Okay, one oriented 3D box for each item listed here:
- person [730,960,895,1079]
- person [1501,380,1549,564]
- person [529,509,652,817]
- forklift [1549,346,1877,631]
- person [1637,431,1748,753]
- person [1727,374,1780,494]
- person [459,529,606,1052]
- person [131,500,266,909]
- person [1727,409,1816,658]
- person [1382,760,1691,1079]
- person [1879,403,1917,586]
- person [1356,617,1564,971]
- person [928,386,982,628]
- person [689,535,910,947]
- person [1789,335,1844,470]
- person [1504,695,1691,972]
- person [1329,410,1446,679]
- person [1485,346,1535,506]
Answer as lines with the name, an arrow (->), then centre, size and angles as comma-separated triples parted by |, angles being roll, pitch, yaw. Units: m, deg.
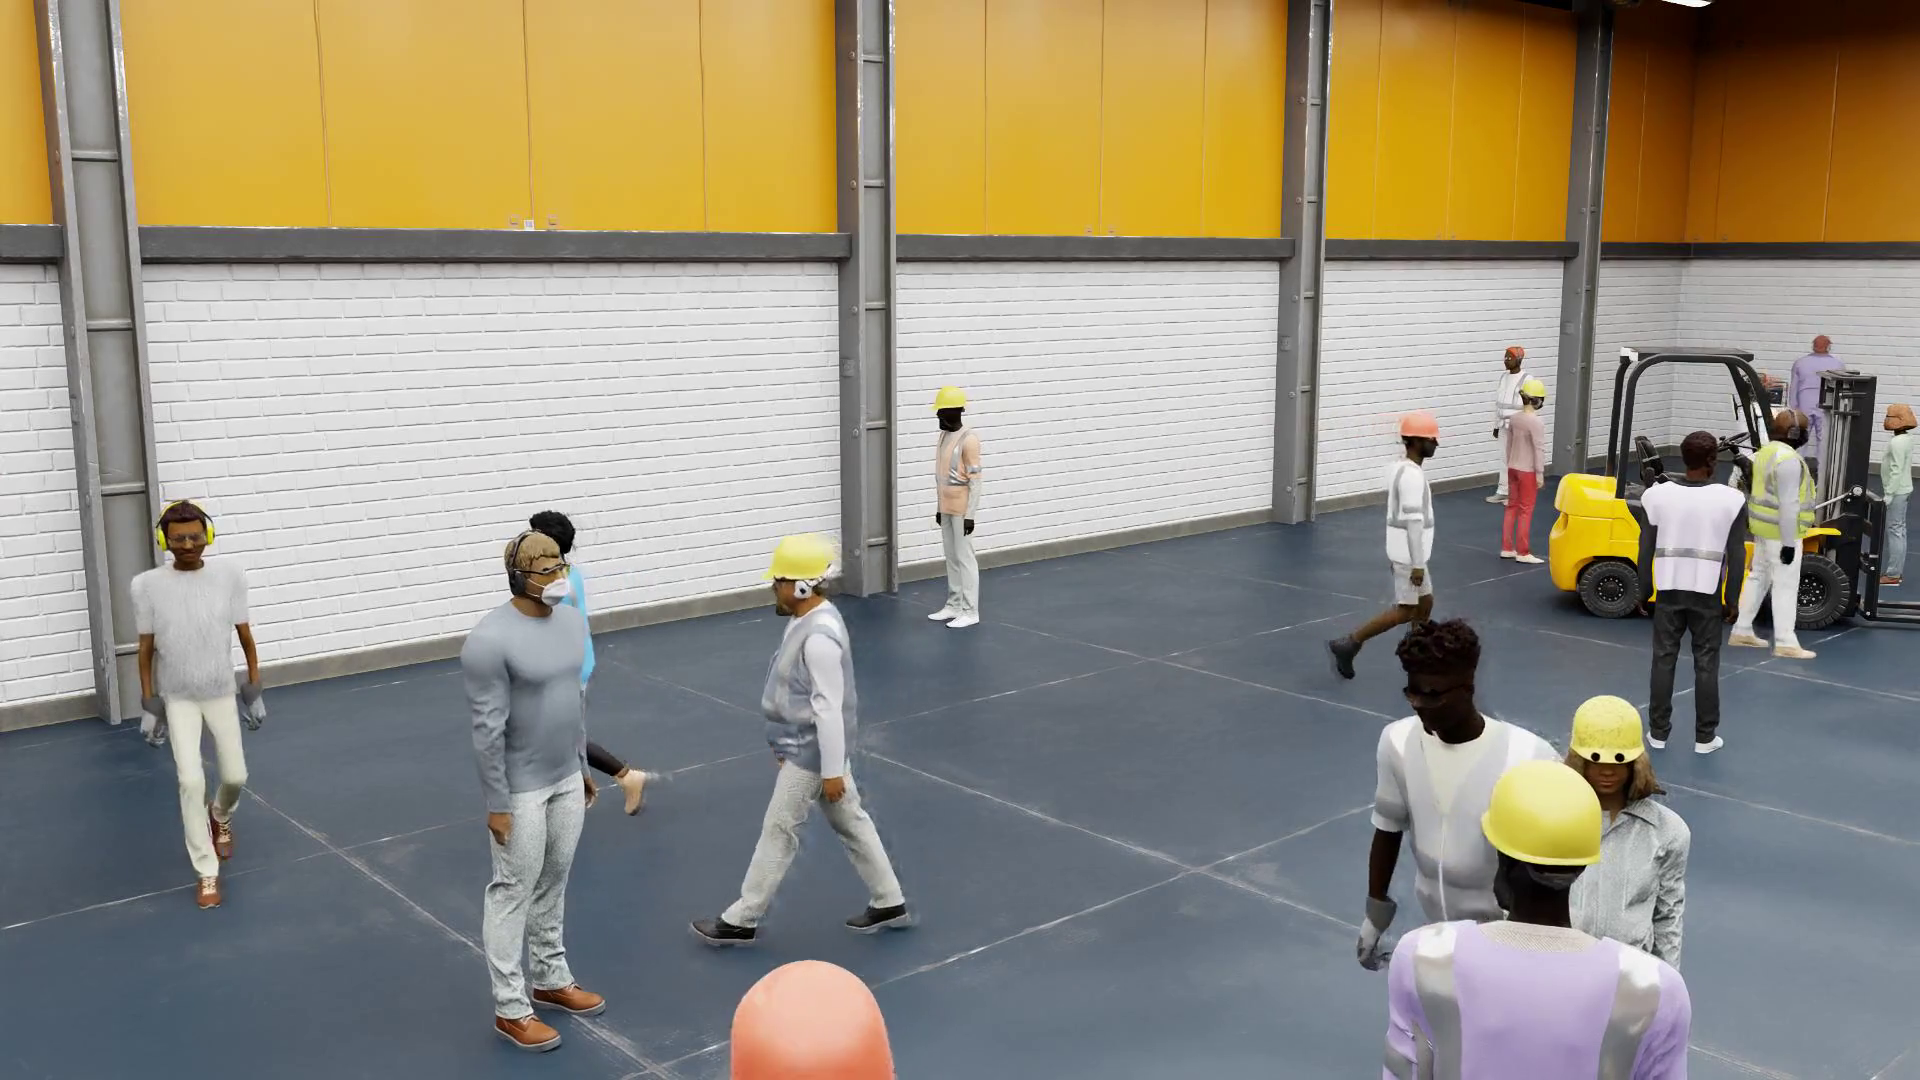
person -> -0.170, 1.563, 2.369 | 0.634, 1.973, 0.467 | -1, 10, -7
person -> 5.461, -0.659, 16.006 | 0.330, 1.765, 0.533 | -2, 10, -13
person -> -1.958, 0.671, 8.494 | 0.647, 1.678, 0.533 | -1, 10, -5
forklift -> 6.109, -0.478, 13.691 | 2.313, 2.155, 1.214 | 3, 10, 16
person -> 4.326, 0.312, 9.881 | 0.590, 1.917, 0.398 | 6, 11, 30
person -> 7.623, -0.678, 15.882 | 0.577, 1.843, 0.948 | -5, 11, -26
person -> -1.591, 0.916, 6.273 | 0.376, 1.940, 0.627 | 4, 11, 23
person -> -3.516, 0.720, 7.701 | 0.537, 1.847, 0.698 | -5, 11, -27
person -> 6.057, -0.042, 12.305 | 0.545, 1.838, 0.653 | 1, 10, 8
person -> 1.178, 1.398, 3.475 | 0.594, 1.929, 0.352 | 3, 10, 19
person -> 8.365, -0.405, 14.896 | 0.279, 1.634, 0.497 | 8, 12, 38
person -> 1.560, 1.147, 5.110 | 1.088, 1.873, 0.606 | -7, 12, -35
person -> -0.049, -0.264, 13.215 | 0.384, 1.924, 0.593 | -5, 11, -25
person -> -0.654, 0.856, 7.099 | 0.955, 1.780, 0.610 | -1, 10, -5
person -> 11.371, -1.769, 22.089 | 0.651, 1.906, 0.402 | 7, 12, 34
person -> 1.783, 1.282, 4.703 | 0.489, 1.743, 0.323 | 2, 10, 10
person -> 2.988, 0.072, 11.297 | 0.807, 1.919, 0.552 | 2, 10, 14
person -> 6.524, -1.345, 19.672 | 0.343, 1.882, 0.585 | -4, 10, -21
